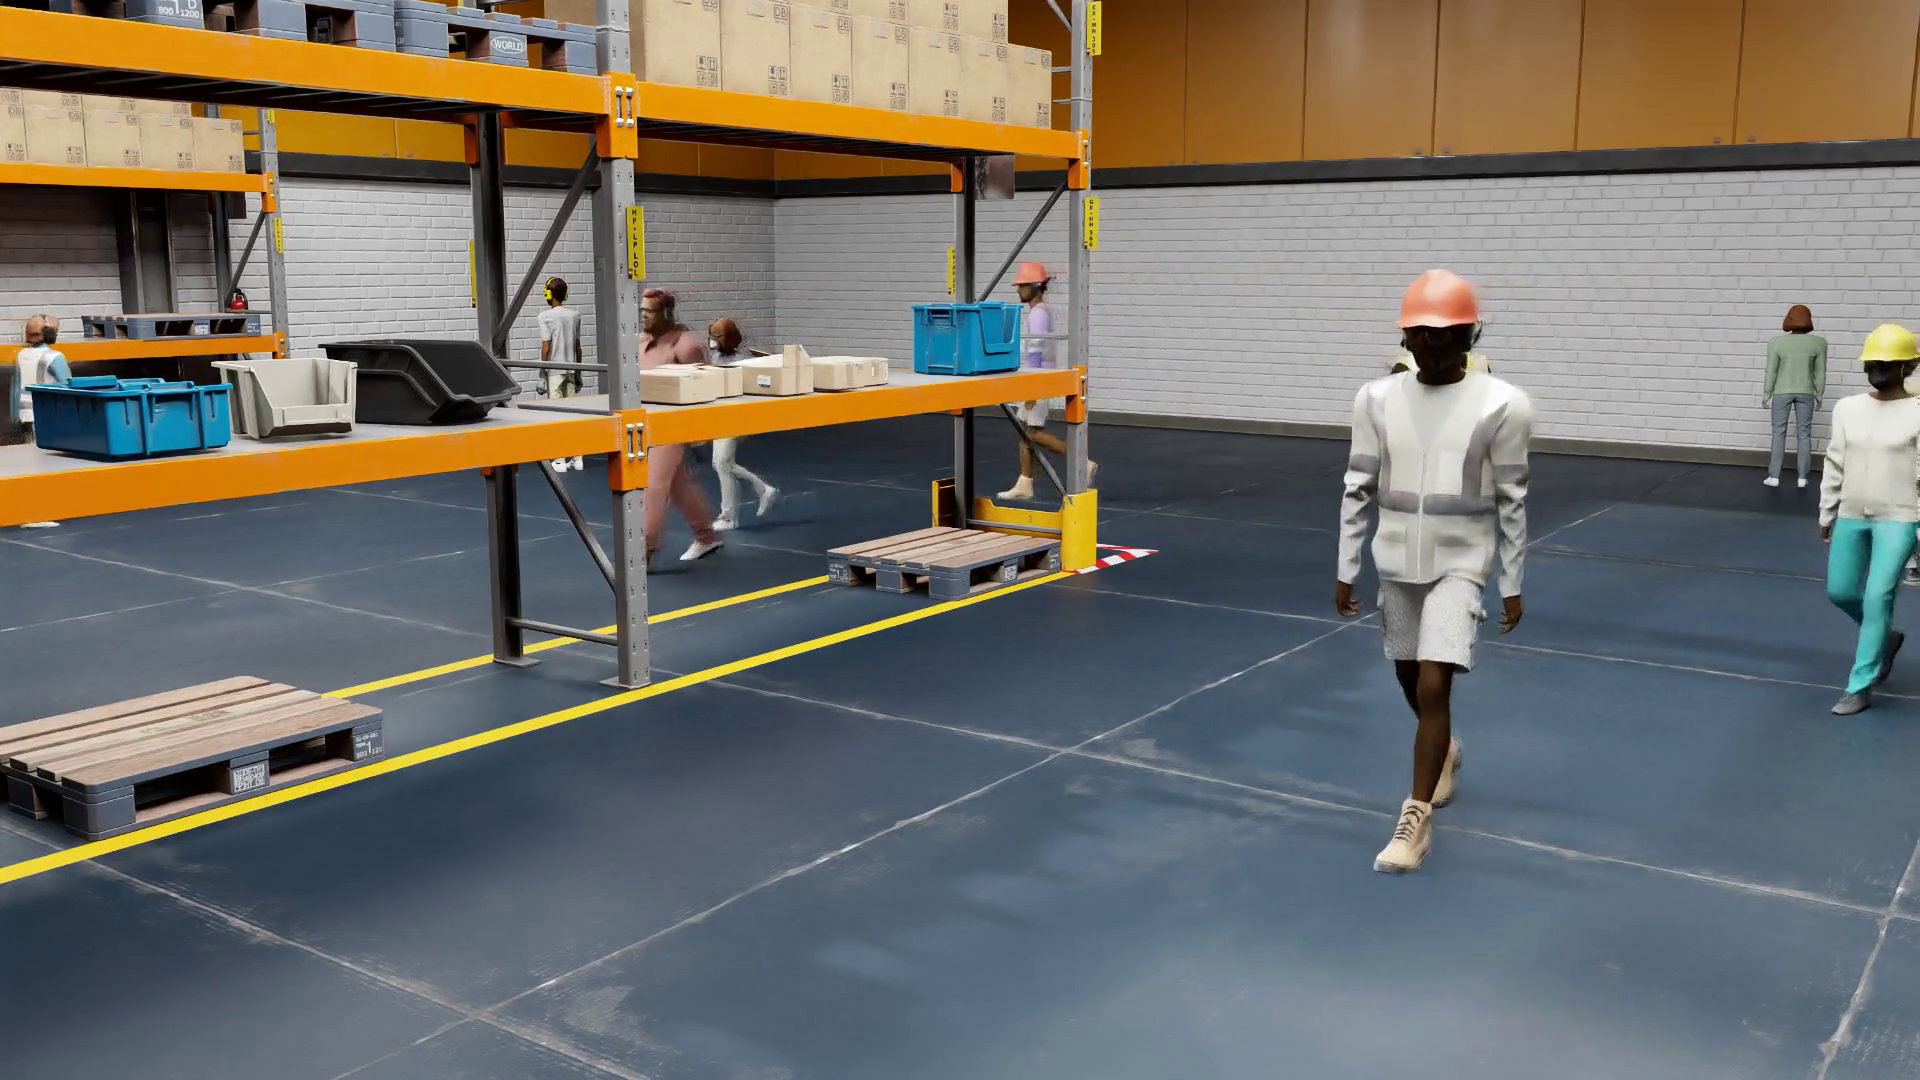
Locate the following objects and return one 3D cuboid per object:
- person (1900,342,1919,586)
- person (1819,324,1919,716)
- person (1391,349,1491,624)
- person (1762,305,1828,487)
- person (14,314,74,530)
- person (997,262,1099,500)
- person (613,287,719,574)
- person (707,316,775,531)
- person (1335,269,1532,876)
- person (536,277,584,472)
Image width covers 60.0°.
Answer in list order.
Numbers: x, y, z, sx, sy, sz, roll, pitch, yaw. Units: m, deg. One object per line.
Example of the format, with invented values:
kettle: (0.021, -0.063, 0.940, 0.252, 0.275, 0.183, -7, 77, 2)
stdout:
person: (6.123, -0.626, 10.393, 0.600, 1.829, 0.404, -4, 10, -21)
person: (4.183, -0.104, 7.537, 0.698, 1.749, 0.542, -6, 11, -31)
person: (2.745, -0.436, 9.381, 0.637, 1.796, 0.957, -4, 10, -22)
person: (7.468, -1.286, 14.908, 0.507, 1.632, 0.276, 3, 10, 15)
person: (-6.901, -0.902, 12.694, 0.529, 1.614, 0.729, 6, 11, 30)
person: (0.738, -1.314, 13.944, 0.790, 2.020, 0.620, 0, 10, 1)
person: (-1.938, -0.723, 10.914, 1.005, 1.857, 0.654, -9, 13, -44)
person: (-1.679, -0.877, 12.508, 0.535, 1.612, 0.514, -5, 11, -26)
person: (1.658, 0.063, 5.797, 0.622, 2.008, 1.009, 6, 11, 33)
person: (-3.852, -1.584, 15.979, 0.312, 1.869, 0.536, 7, 12, 35)
